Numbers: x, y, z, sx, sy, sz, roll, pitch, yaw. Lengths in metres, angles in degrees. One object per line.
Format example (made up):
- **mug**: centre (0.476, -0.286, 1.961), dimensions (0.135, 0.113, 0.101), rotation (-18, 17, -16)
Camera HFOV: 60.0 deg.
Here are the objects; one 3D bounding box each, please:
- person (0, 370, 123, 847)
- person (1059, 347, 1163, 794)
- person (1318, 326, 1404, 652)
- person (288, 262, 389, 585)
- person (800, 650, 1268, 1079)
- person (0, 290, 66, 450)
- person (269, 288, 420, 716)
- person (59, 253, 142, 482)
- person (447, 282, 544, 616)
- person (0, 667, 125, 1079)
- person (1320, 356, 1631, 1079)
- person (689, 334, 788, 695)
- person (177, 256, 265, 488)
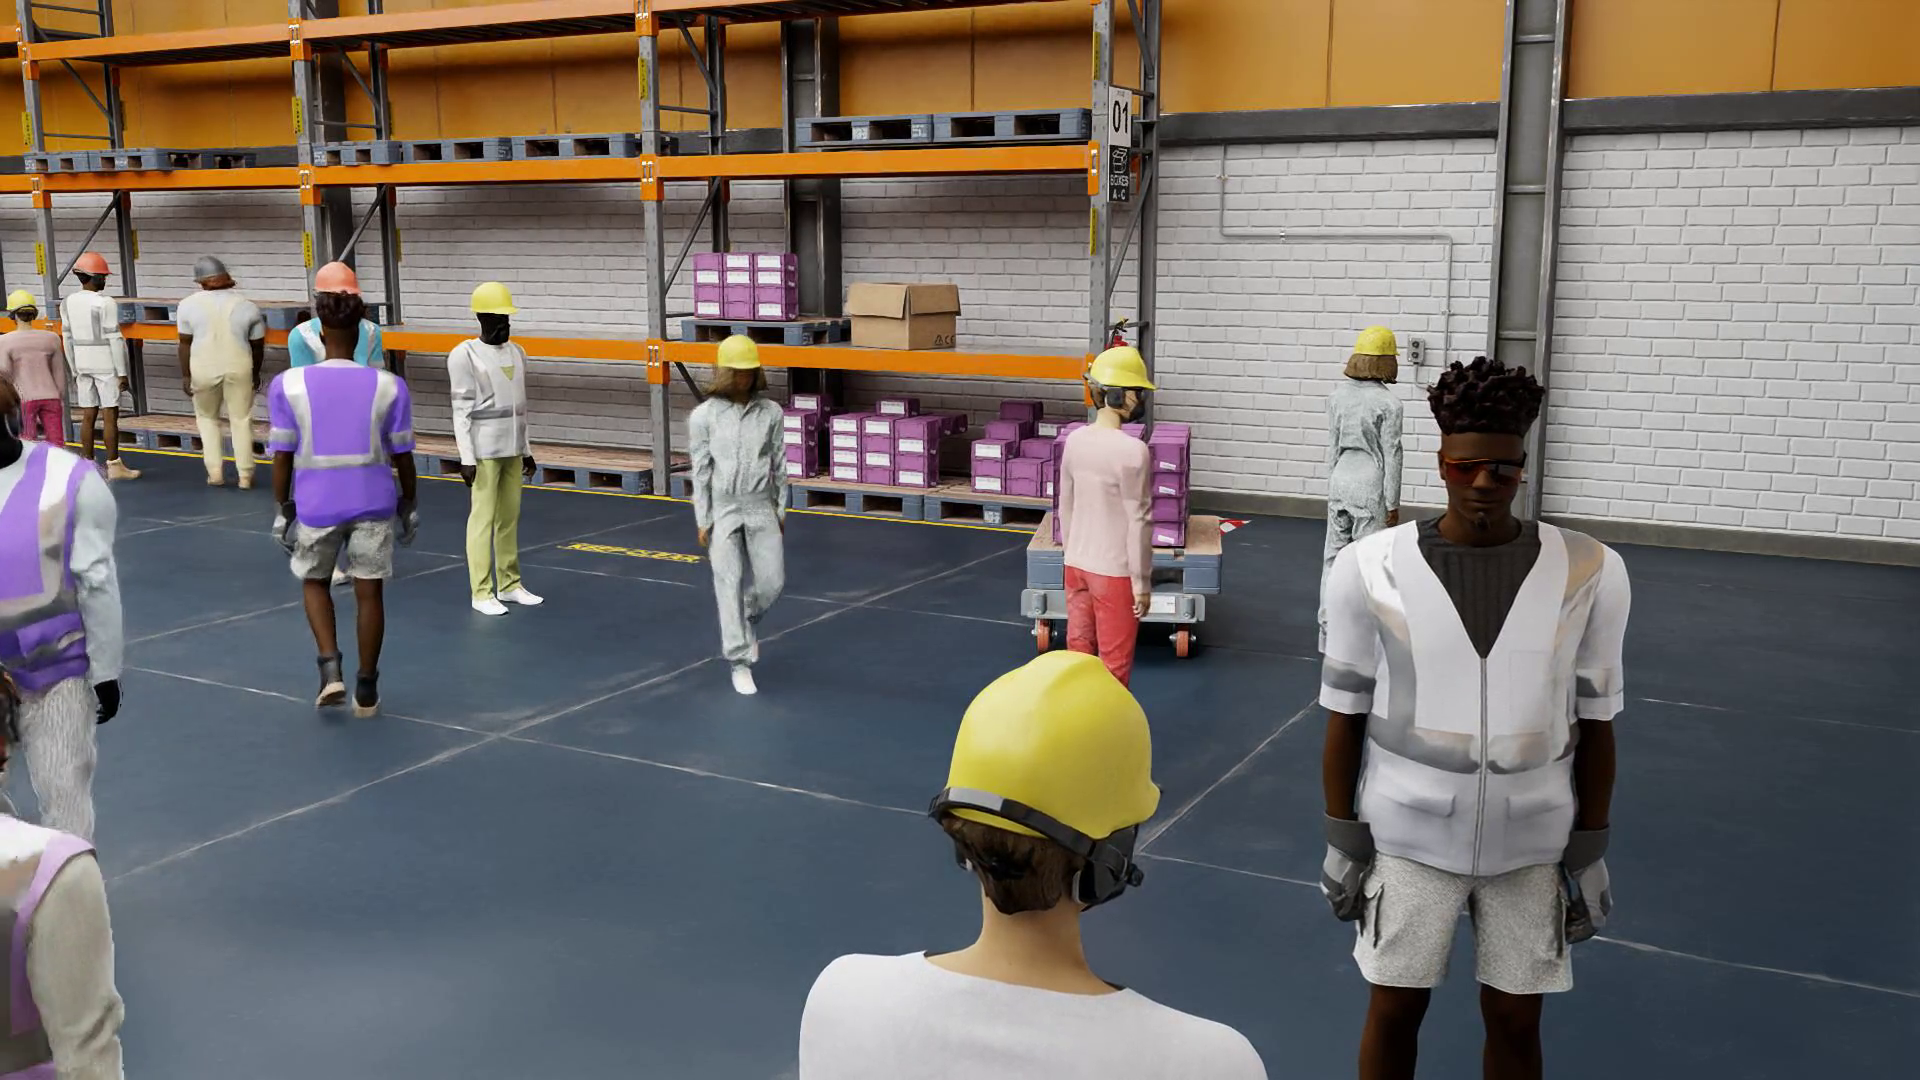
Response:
- **person**: centre (-2.818, 0.385, 4.964), dimensions (0.634, 1.826, 0.432), rotation (-3, 11, -15)
- **person**: centre (0.587, 0.127, 6.536), dimensions (0.330, 1.765, 0.526), rotation (-6, 12, -30)
- **person**: centre (2.097, -0.237, 8.616), dimensions (0.335, 1.733, 0.480), rotation (-7, 13, -35)
- **person**: centre (-3.878, -0.722, 10.478), dimensions (0.427, 2.035, 0.601), rotation (9, 14, 42)
- **person**: centre (0.083, 0.987, 1.814), dimensions (0.535, 1.767, 0.315), rotation (4, 11, 21)
- **person**: centre (-7.367, -1.092, 13.209), dimensions (0.324, 1.769, 0.523), rotation (7, 13, 36)
- **person**: centre (-2.791, -0.156, 7.563), dimensions (0.647, 1.952, 0.419), rotation (-4, 11, -21)
- **person**: centre (-7.710, -1.541, 14.914), dimensions (0.614, 2.042, 0.373), rotation (3, 11, 18)
- **person**: centre (-2.699, -0.535, 9.713), dimensions (0.366, 1.926, 0.594), rotation (5, 11, 24)
- **person**: centre (-1.454, 0.937, 2.510), dimensions (0.535, 1.609, 0.594), rotation (1, 10, 7)
- **person**: centre (1.039, 0.599, 3.434), dimensions (0.598, 1.958, 0.370), rotation (2, 10, 9)
- **person**: centre (-1.076, -0.137, 8.078), dimensions (0.488, 1.729, 0.487), rotation (-5, 11, -26)
- **person**: centre (-6.410, -1.459, 14.473), dimensions (0.713, 2.000, 0.665), rotation (-6, 12, -28)
